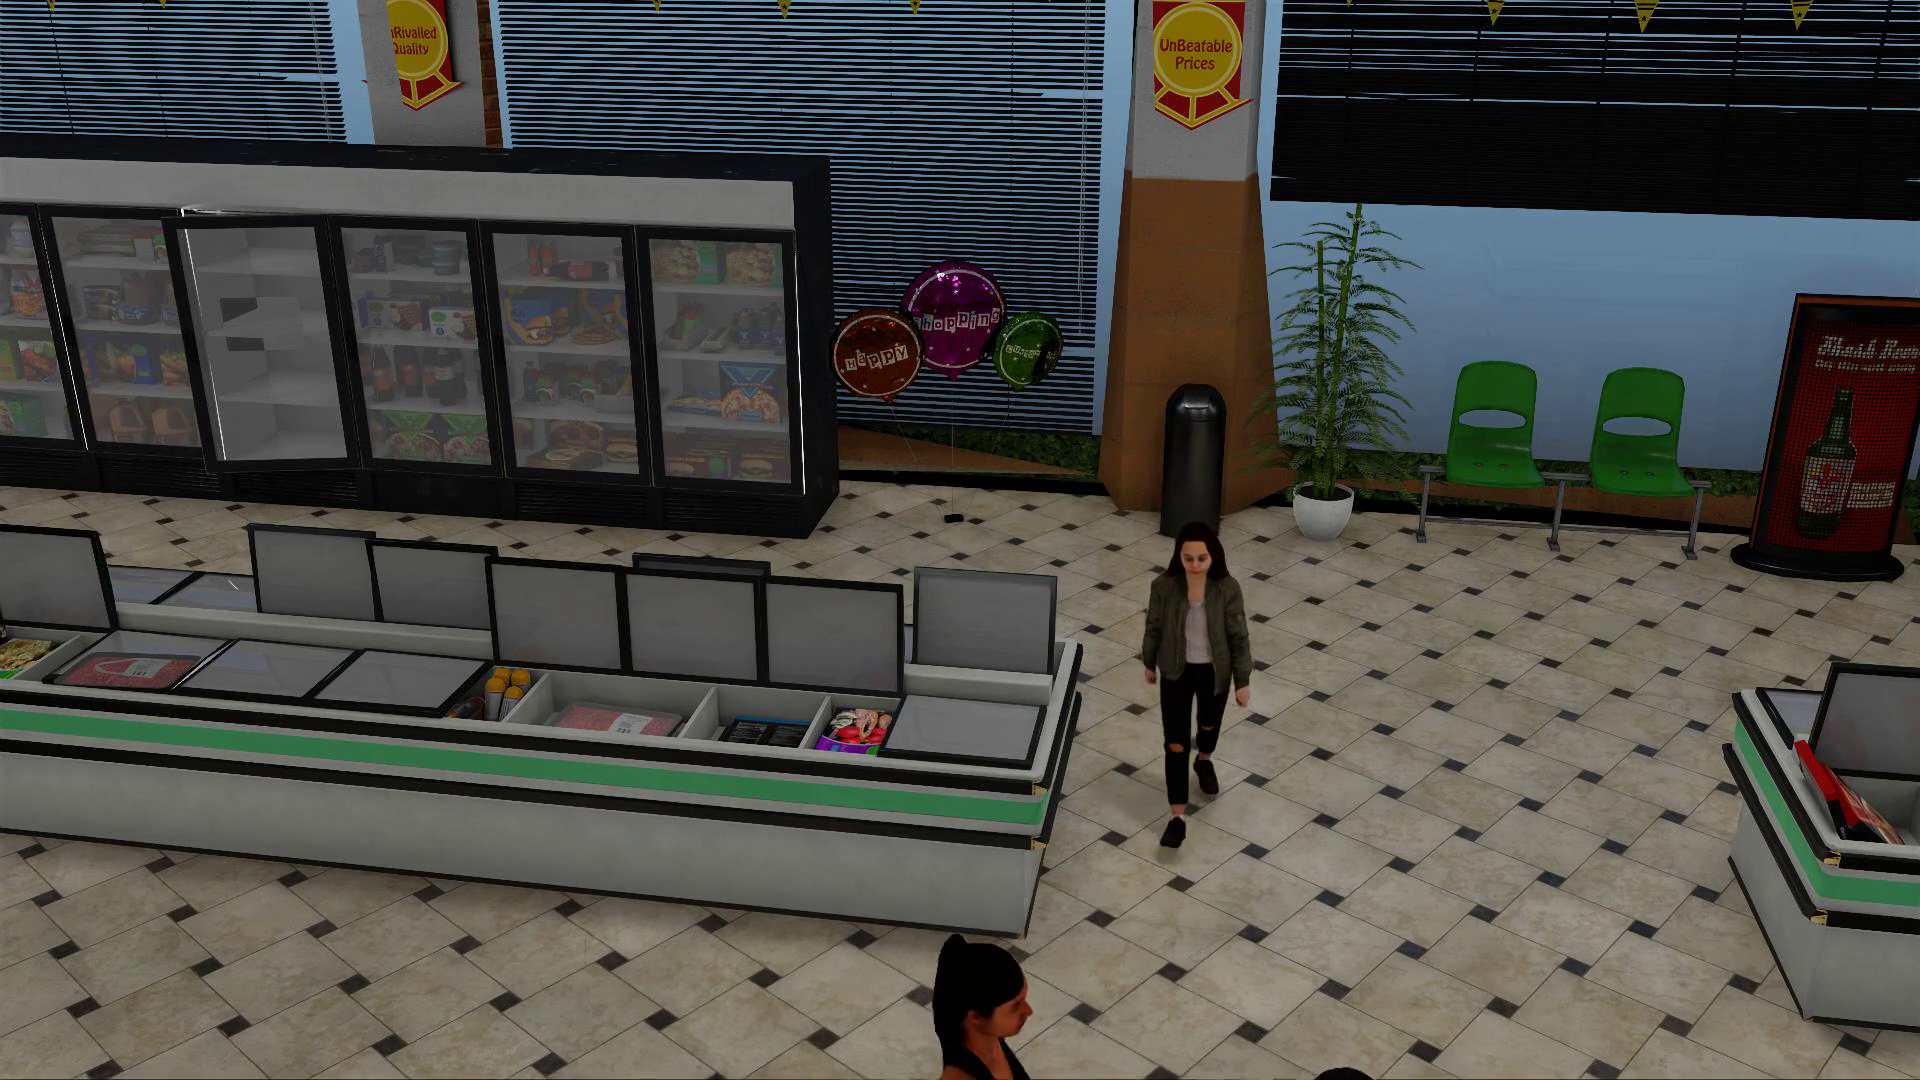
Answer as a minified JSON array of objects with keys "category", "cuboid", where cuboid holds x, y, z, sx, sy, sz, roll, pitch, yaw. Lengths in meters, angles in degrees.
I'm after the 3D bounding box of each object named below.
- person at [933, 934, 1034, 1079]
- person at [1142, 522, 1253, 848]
[{"category":"person","cuboid":[-0.057,1.732,4.259,1.074,1.620,0.609,3,22,8]},{"category":"person","cuboid":[1.051,0.576,7.382,0.936,1.438,0.694,3,22,8]}]
